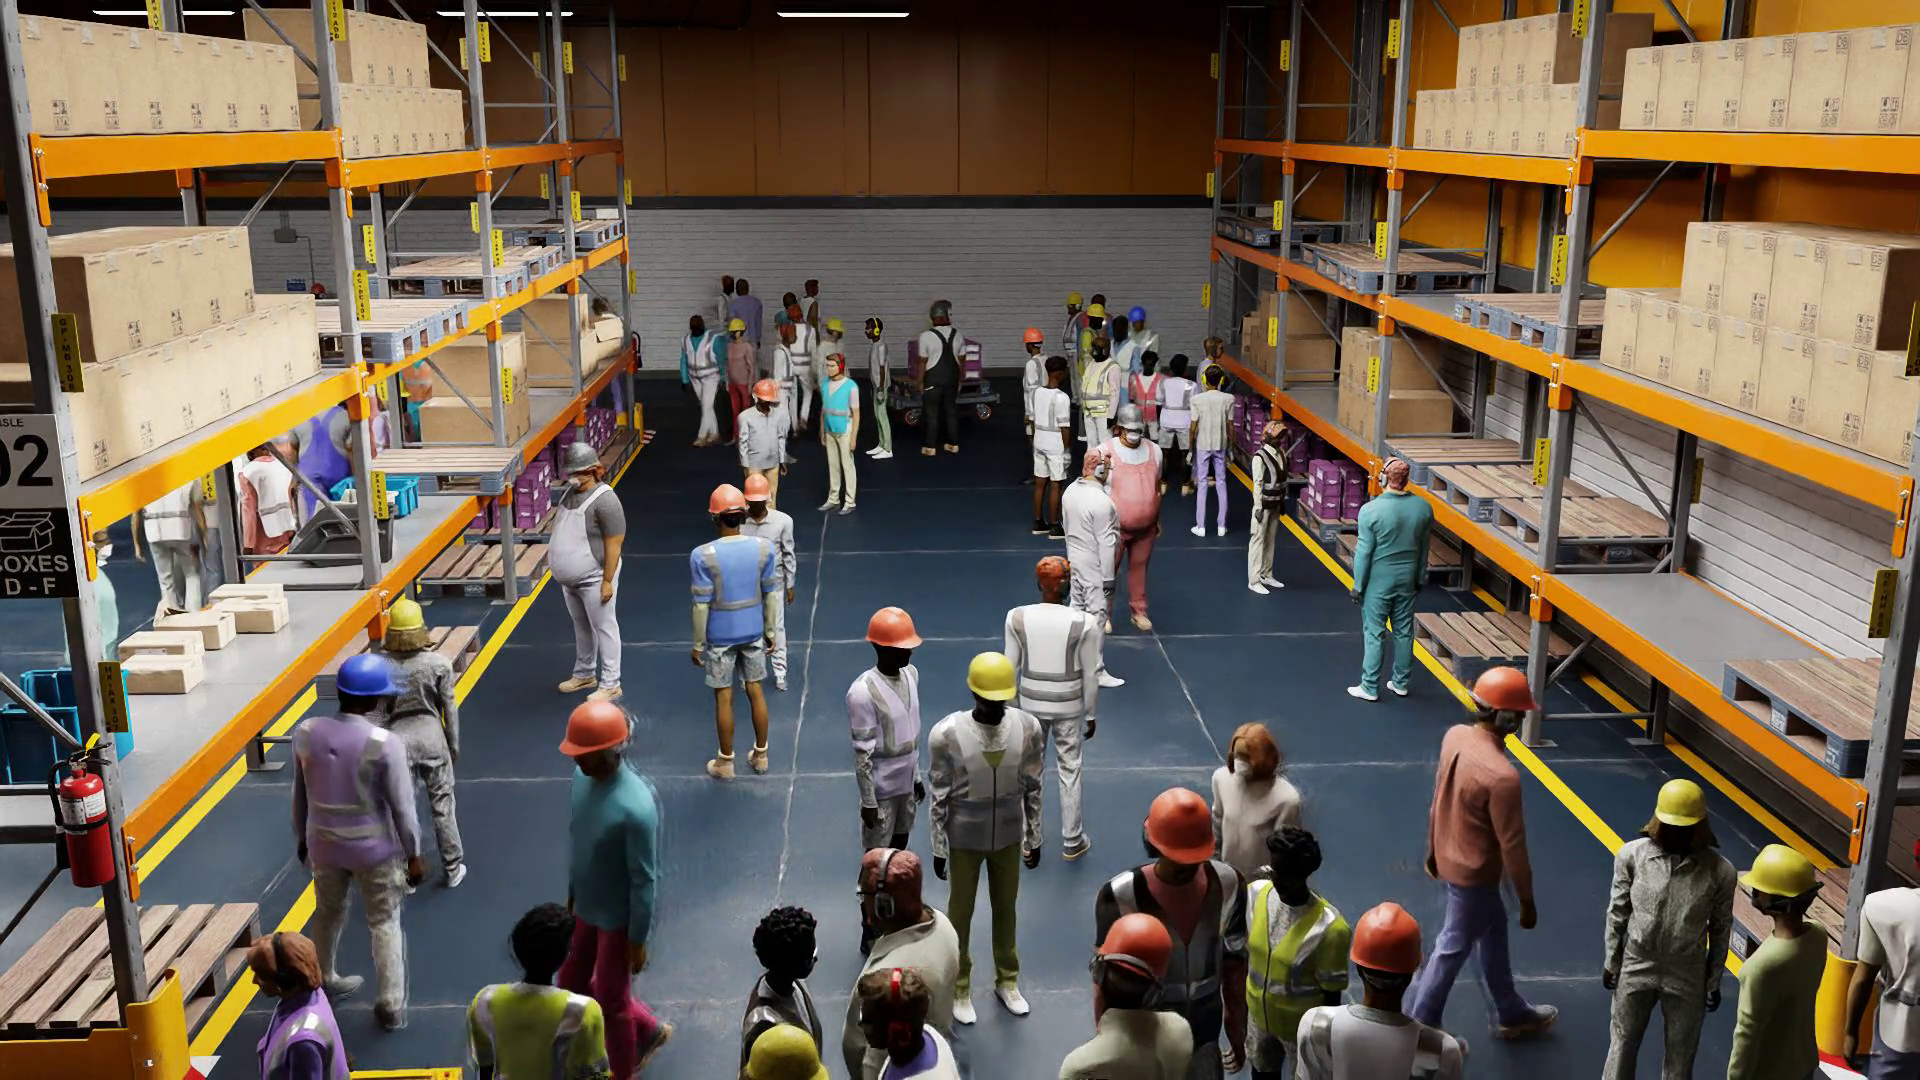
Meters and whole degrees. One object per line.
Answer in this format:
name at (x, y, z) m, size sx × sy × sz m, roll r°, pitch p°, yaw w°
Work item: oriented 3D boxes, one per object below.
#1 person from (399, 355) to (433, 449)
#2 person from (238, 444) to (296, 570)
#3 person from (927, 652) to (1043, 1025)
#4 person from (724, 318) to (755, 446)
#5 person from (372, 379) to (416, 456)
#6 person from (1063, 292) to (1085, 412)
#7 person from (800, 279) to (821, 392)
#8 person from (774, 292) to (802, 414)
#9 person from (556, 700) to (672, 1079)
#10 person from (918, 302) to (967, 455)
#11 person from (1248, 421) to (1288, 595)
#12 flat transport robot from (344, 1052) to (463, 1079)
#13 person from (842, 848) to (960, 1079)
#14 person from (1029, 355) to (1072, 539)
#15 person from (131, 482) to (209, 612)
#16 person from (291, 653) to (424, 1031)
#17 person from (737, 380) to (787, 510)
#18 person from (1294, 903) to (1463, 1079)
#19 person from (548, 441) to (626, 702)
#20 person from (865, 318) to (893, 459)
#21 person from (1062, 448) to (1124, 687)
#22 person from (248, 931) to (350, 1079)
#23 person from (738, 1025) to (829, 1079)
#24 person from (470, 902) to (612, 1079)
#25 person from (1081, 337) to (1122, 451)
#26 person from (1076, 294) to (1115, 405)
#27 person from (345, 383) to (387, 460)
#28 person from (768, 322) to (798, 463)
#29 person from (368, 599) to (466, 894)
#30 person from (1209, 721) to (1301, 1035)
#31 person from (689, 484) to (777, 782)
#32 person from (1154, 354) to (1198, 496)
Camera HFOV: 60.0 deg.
person at (-6.684, -1.664, 20.570) m, size 0.642 × 1.886 × 0.654 m, roll -1°, pitch 14°, yaw -6°
person at (-5.878, -0.047, 14.173) m, size 0.401 × 1.909 × 0.599 m, roll 3°, pitch 15°, yaw 13°
person at (0.136, 1.461, 8.225) m, size 0.585 × 1.921 × 0.396 m, roll -4°, pitch 15°, yaw -16°
person at (-3.004, -2.129, 22.625) m, size 0.523 × 1.769 × 0.313 m, roll 11°, pitch 18°, yaw 38°
person at (-5.561, -0.661, 16.538) m, size 0.371 × 1.929 × 0.584 m, roll 3°, pitch 15°, yaw 13°
person at (1.774, -2.888, 25.491) m, size 0.403 × 1.825 × 0.594 m, roll -3°, pitch 15°, yaw -13°
person at (-2.460, -3.340, 27.245) m, size 0.395 × 1.840 × 0.565 m, roll -7°, pitch 16°, yaw -24°
person at (-2.587, -2.836, 25.272) m, size 0.503 × 1.837 × 0.350 m, roll 8°, pitch 17°, yaw 30°
person at (-1.557, 1.640, 7.395) m, size 0.504 × 1.974 × 0.641 m, roll -12°, pitch 19°, yaw -40°
person at (-0.284, -2.166, 22.222) m, size 0.683 × 2.000 × 0.535 m, roll -8°, pitch 16°, yaw -29°
person at (2.920, -0.317, 15.765) m, size 0.308 × 1.640 × 0.511 m, roll 11°, pitch 18°, yaw 37°
flat transport robot at (-2.584, 2.611, 6.998) m, size 0.652 × 0.197 × 1.431 m, roll -1°, pitch 14°, yaw -4°
person at (-0.227, 2.022, 6.082) m, size 0.402 × 1.896 × 0.653 m, roll 4°, pitch 15°, yaw 15°
person at (0.987, -0.996, 17.776) m, size 0.362 × 1.963 × 0.614 m, roll -10°, pitch 17°, yaw -34°
person at (-6.718, -0.006, 14.159) m, size 0.595 × 1.823 × 0.441 m, roll -6°, pitch 16°, yaw -23°
person at (-2.959, 1.481, 8.187) m, size 0.701 × 1.909 × 0.442 m, roll 3°, pitch 15°, yaw 11°
person at (-2.068, -0.829, 17.563) m, size 0.561 × 1.743 × 0.335 m, roll -11°, pitch 18°, yaw -38°
person at (1.383, 2.132, 5.578) m, size 0.543 × 1.929 × 0.385 m, roll 7°, pitch 16°, yaw 27°
person at (-2.888, 0.240, 12.778) m, size 0.538 × 2.000 × 0.683 m, roll -14°, pitch 20°, yaw -43°
person at (-1.084, -2.008, 21.976) m, size 0.329 × 1.861 × 0.506 m, roll -4°, pitch 15°, yaw -15°
person at (1.064, 0.215, 13.154) m, size 0.409 × 1.903 × 0.639 m, roll -7°, pitch 16°, yaw -24°
person at (-2.348, 2.168, 6.029) m, size 0.312 × 1.631 × 0.524 m, roll -6°, pitch 16°, yaw -23°
person at (-0.547, 2.315, 5.243) m, size 0.321 × 1.737 × 0.484 m, roll 7°, pitch 16°, yaw 27°
person at (-1.513, 2.134, 6.051) m, size 0.563 × 1.674 × 0.397 m, roll 4°, pitch 15°, yaw 14°
person at (1.680, -1.546, 20.182) m, size 0.429 × 1.847 × 0.627 m, roll -9°, pitch 17°, yaw -32°
person at (2.054, -2.784, 25.075) m, size 0.631 × 1.835 × 0.432 m, roll 8°, pitch 16°, yaw 29°
person at (-7.571, -1.870, 21.178) m, size 0.618 × 1.986 × 0.408 m, roll 4°, pitch 15°, yaw 14°
person at (-2.365, -1.890, 21.505) m, size 0.569 × 1.864 × 0.586 m, roll 0°, pitch 14°, yaw 1°
person at (-3.148, 1.190, 9.643) m, size 0.492 × 1.740 × 0.324 m, roll -4°, pitch 15°, yaw -16°
person at (1.414, 1.647, 8.097) m, size 0.498 × 1.619 × 0.367 m, roll 12°, pitch 18°, yaw 39°
person at (-1.541, 0.625, 11.261) m, size 0.616 × 2.040 × 0.382 m, roll -8°, pitch 17°, yaw -30°
person at (2.577, -1.365, 19.761) m, size 0.540 × 1.695 × 0.317 m, roll 6°, pitch 16°, yaw 23°
